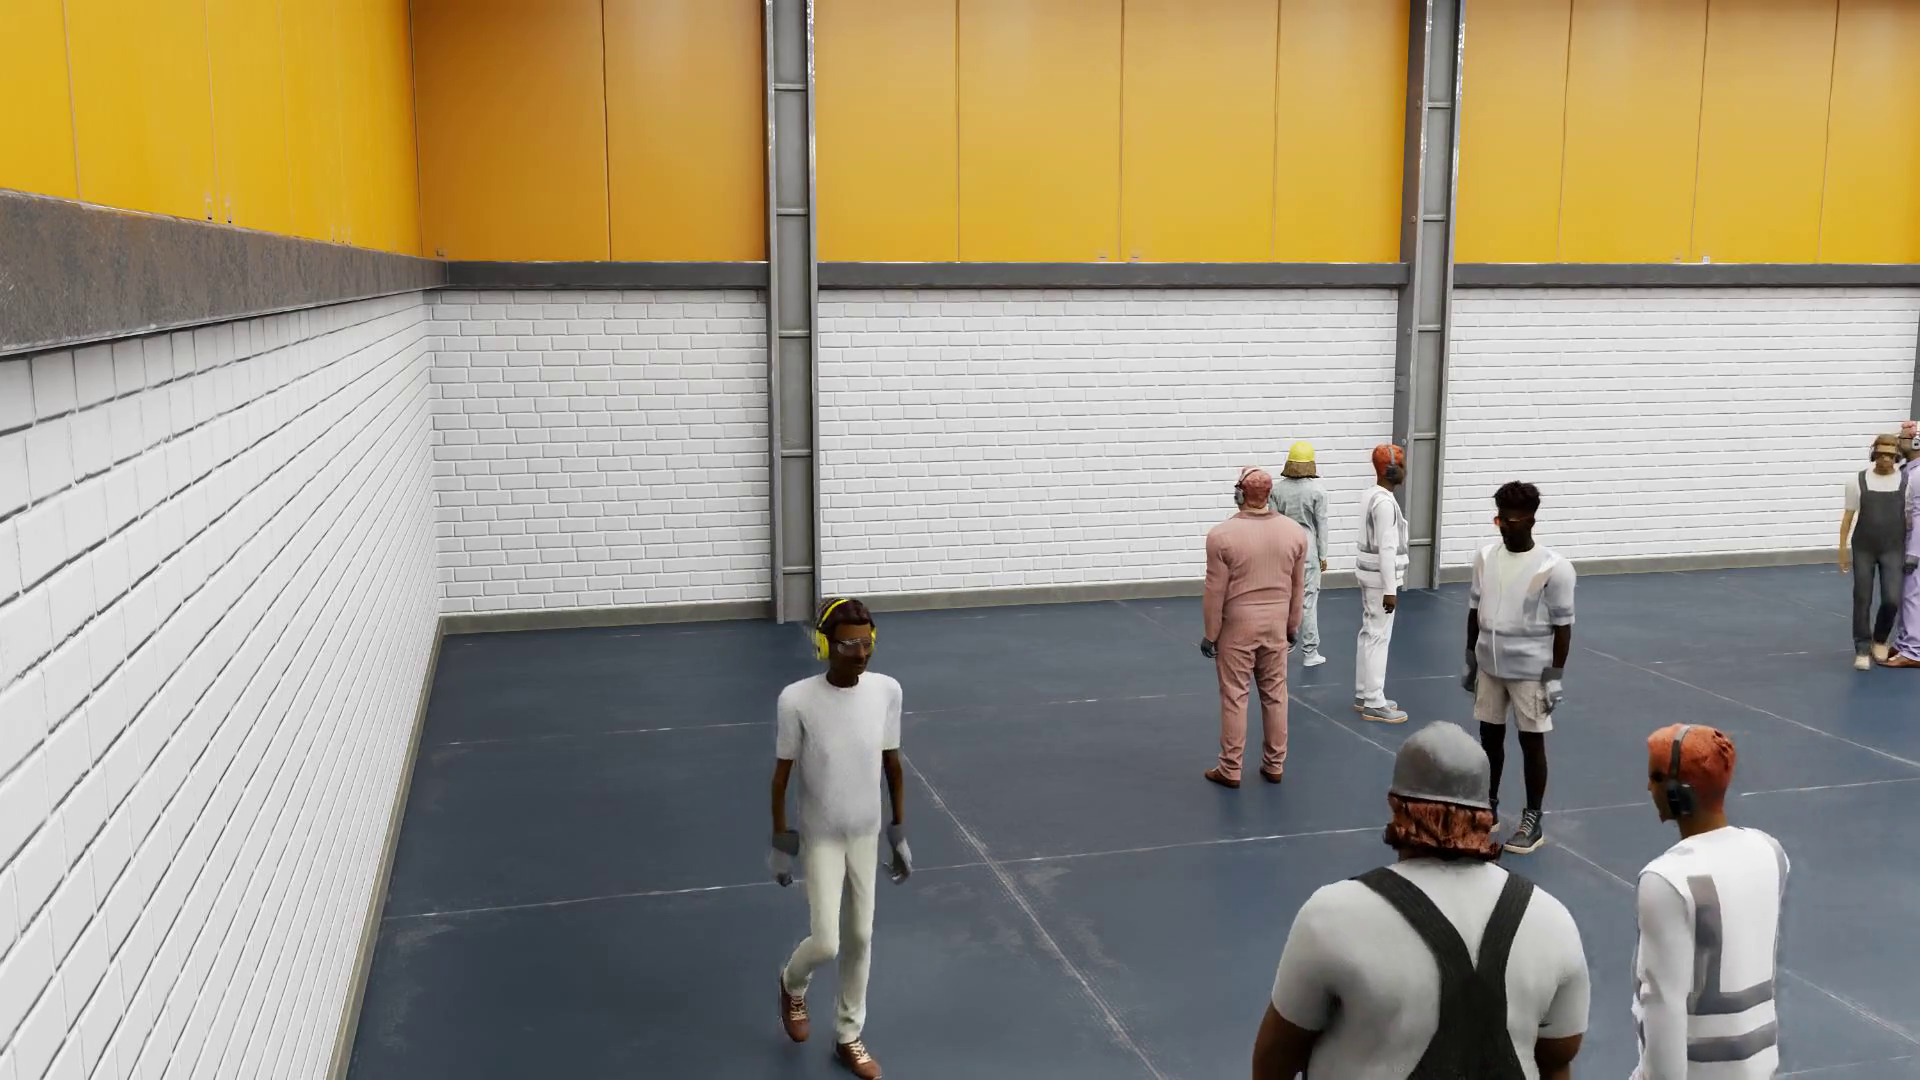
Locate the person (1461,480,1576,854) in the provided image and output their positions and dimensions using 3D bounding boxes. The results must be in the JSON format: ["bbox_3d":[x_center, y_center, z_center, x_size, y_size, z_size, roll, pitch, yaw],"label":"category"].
[{"bbox_3d":[2.908,0.656,8.759,0.367,1.962,0.612,-7,11,-36],"label":"person"}]

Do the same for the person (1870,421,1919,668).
[{"bbox_3d":[7.304,0.034,12.826,0.400,1.910,0.643,4,10,25],"label":"person"}]

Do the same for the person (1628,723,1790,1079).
[{"bbox_3d":[1.946,1.391,4.591,0.614,1.823,0.974,-5,11,-30],"label":"person"}]

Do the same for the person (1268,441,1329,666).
[{"bbox_3d":[2.624,0.103,12.901,0.484,1.744,0.296,5,10,30],"label":"person"}]

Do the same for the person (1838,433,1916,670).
[{"bbox_3d":[7.001,0.094,12.690,0.542,1.828,0.415,5,10,28],"label":"person"}]

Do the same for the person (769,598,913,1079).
[{"bbox_3d":[-0.474,1.114,6.304,0.516,1.849,0.487,-5,11,-30],"label":"person"}]

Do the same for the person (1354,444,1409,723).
[{"bbox_3d":[2.873,0.287,11.313,0.347,1.883,0.584,1,9,3],"label":"person"}]

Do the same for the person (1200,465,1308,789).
[{"bbox_3d":[1.713,0.512,9.827,0.643,1.913,0.410,-3,10,-17],"label":"person"}]
